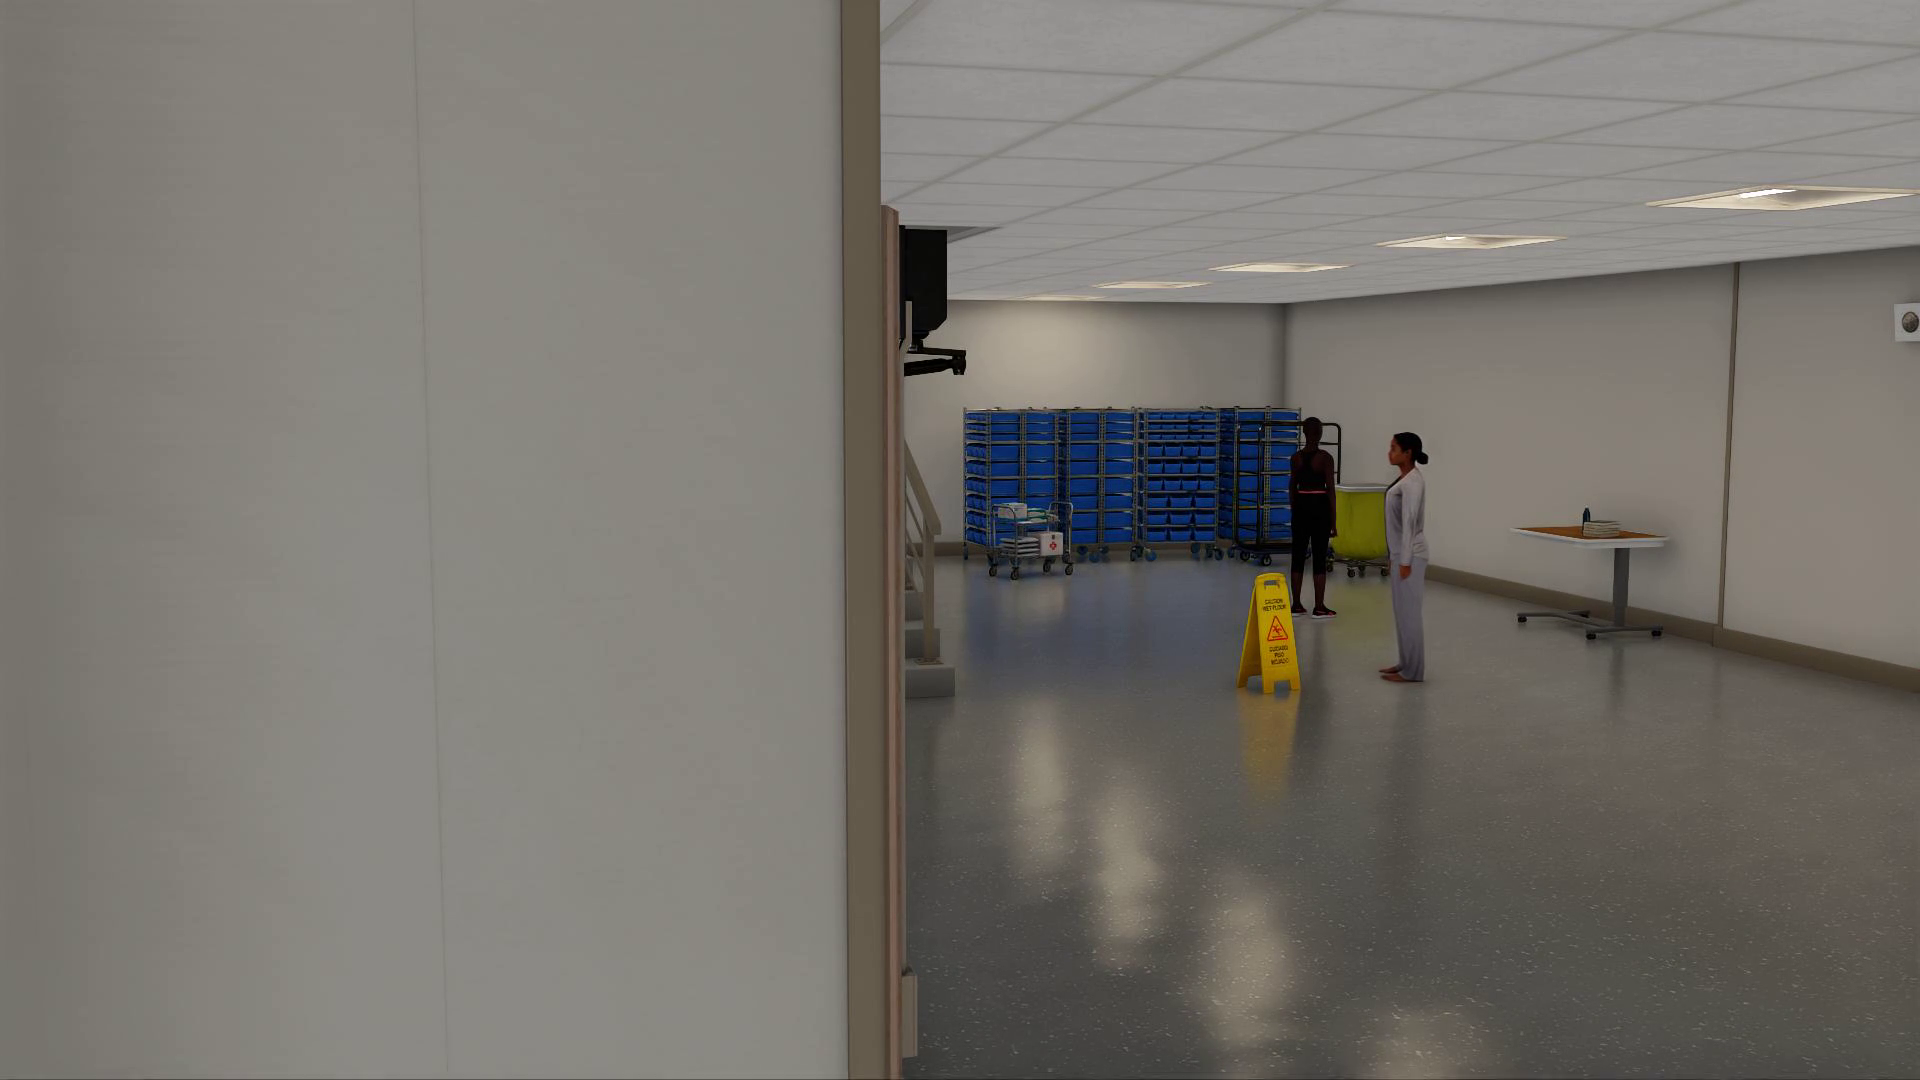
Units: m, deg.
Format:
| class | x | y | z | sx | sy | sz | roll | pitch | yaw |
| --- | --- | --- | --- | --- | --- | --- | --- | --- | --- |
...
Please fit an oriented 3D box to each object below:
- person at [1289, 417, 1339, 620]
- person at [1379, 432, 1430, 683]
| class | x | y | z | sx | sy | sz | roll | pitch | yaw |
| --- | --- | --- | --- | --- | --- | --- | --- | --- | --- |
| person | 3.072 | -0.203 | 14.599 | 0.655 | 1.758 | 0.739 | 4 | 7 | 37 |
| person | 3.138 | 0.107 | 11.644 | 0.762 | 1.733 | 0.625 | 1 | 6 | 10 |
